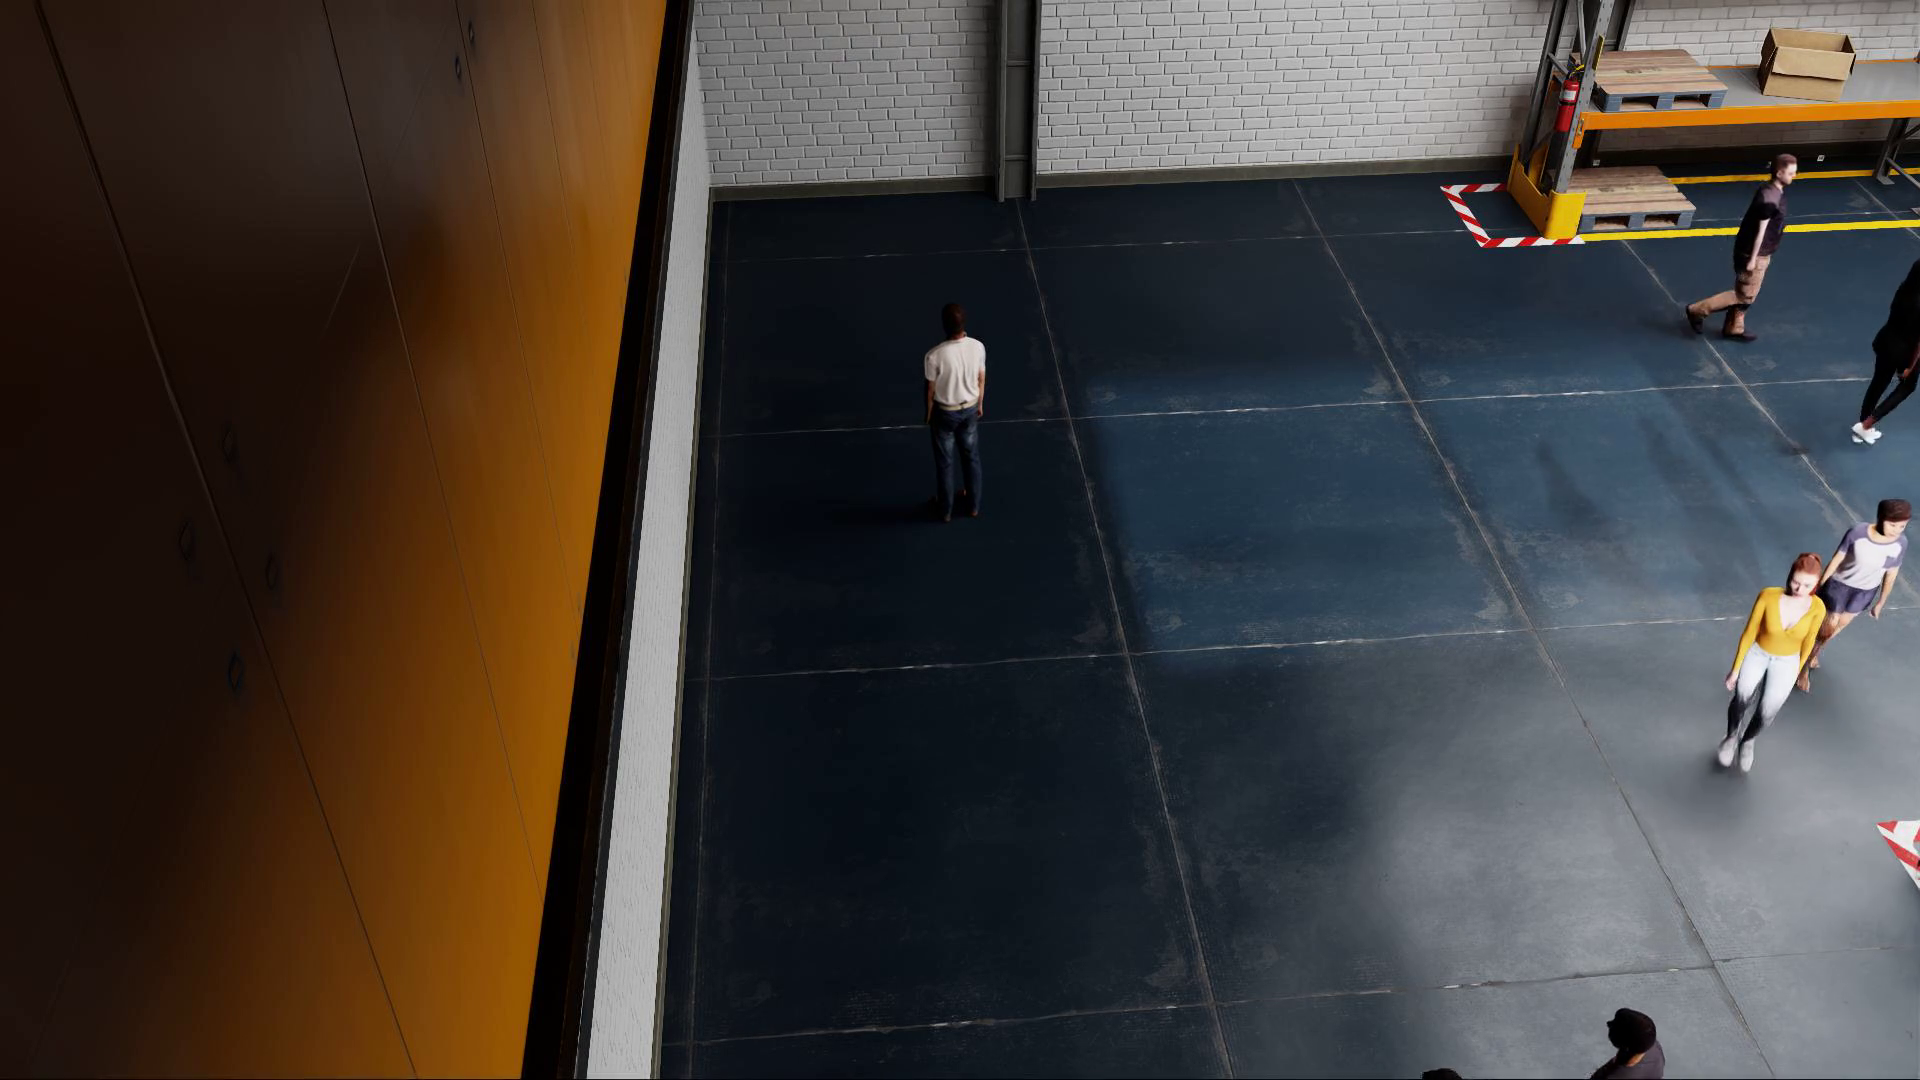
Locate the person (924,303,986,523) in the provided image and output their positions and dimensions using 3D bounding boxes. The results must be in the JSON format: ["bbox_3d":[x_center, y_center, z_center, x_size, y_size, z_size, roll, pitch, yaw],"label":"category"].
[{"bbox_3d":[-0.032,-0.962,12.695,0.628,1.851,0.782,-16,41,-19],"label":"person"}]

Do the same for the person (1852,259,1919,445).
[{"bbox_3d":[7.539,-1.517,13.494,0.744,1.721,0.677,-10,40,-12],"label":"person"}]

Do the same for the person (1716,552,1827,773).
[{"bbox_3d":[5.169,0.736,10.661,0.664,1.735,0.746,17,42,20],"label":"person"}]

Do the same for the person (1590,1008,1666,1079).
[{"bbox_3d":[3.157,2.906,7.961,1.237,1.715,1.154,-24,45,-27],"label":"person"}]

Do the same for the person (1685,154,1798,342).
[{"bbox_3d":[6.949,-2.592,14.760,1.031,1.821,0.922,17,42,20],"label":"person"}]

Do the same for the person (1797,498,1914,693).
[{"bbox_3d":[6.104,0.270,11.401,0.754,1.541,0.756,9,39,11],"label":"person"}]
